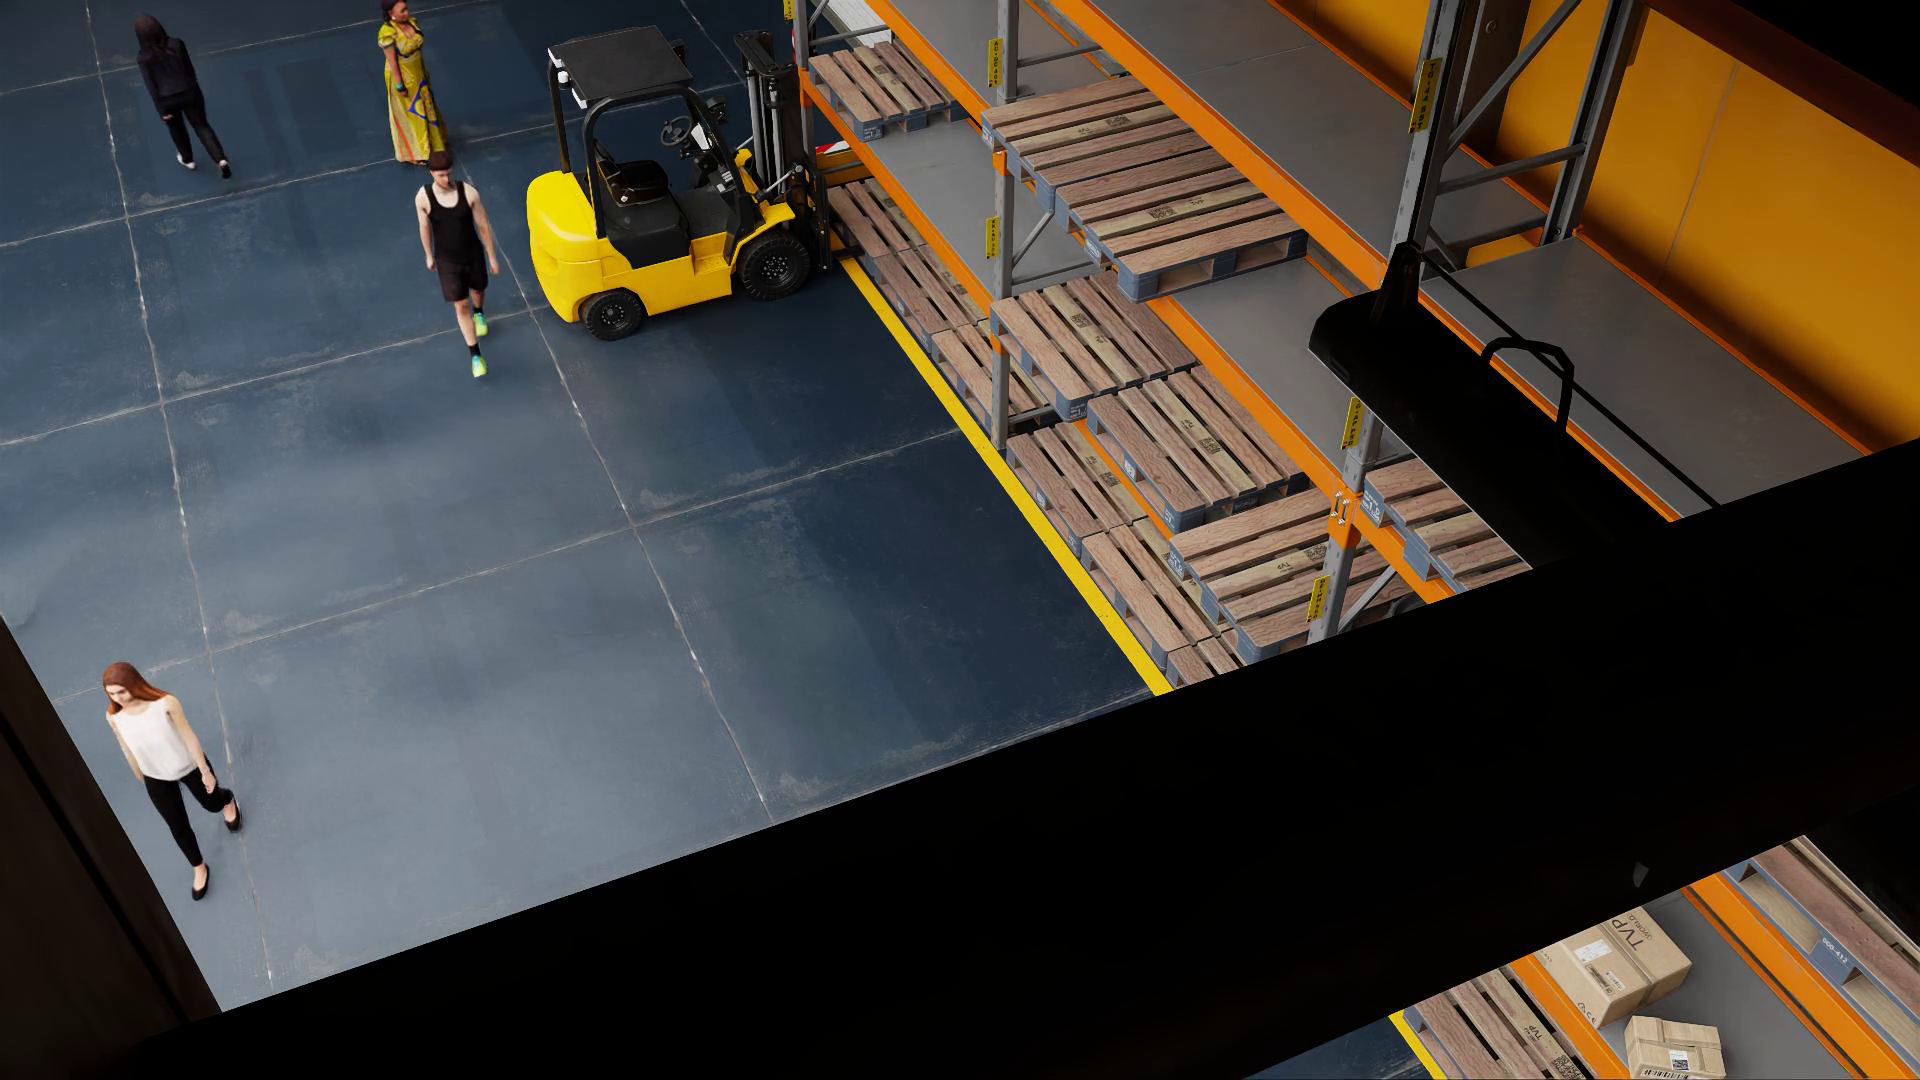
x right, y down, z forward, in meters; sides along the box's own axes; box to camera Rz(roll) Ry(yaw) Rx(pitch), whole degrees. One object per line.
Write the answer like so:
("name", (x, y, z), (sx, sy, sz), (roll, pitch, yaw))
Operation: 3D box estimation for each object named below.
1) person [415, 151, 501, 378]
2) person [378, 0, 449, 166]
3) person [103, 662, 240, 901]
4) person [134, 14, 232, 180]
("person", (-3.986, -2.312, 13.283), (0.780, 1.835, 1.196), (-13, 45, -14))
("person", (-5.149, -4.324, 15.526), (1.072, 1.654, 0.994), (11, 45, 12))
("person", (-4.515, 1.277, 9.610), (0.709, 1.706, 0.978), (-8, 44, -8))
("person", (-7.128, -4.028, 15.265), (0.844, 1.587, 1.120), (-33, 52, -30))
